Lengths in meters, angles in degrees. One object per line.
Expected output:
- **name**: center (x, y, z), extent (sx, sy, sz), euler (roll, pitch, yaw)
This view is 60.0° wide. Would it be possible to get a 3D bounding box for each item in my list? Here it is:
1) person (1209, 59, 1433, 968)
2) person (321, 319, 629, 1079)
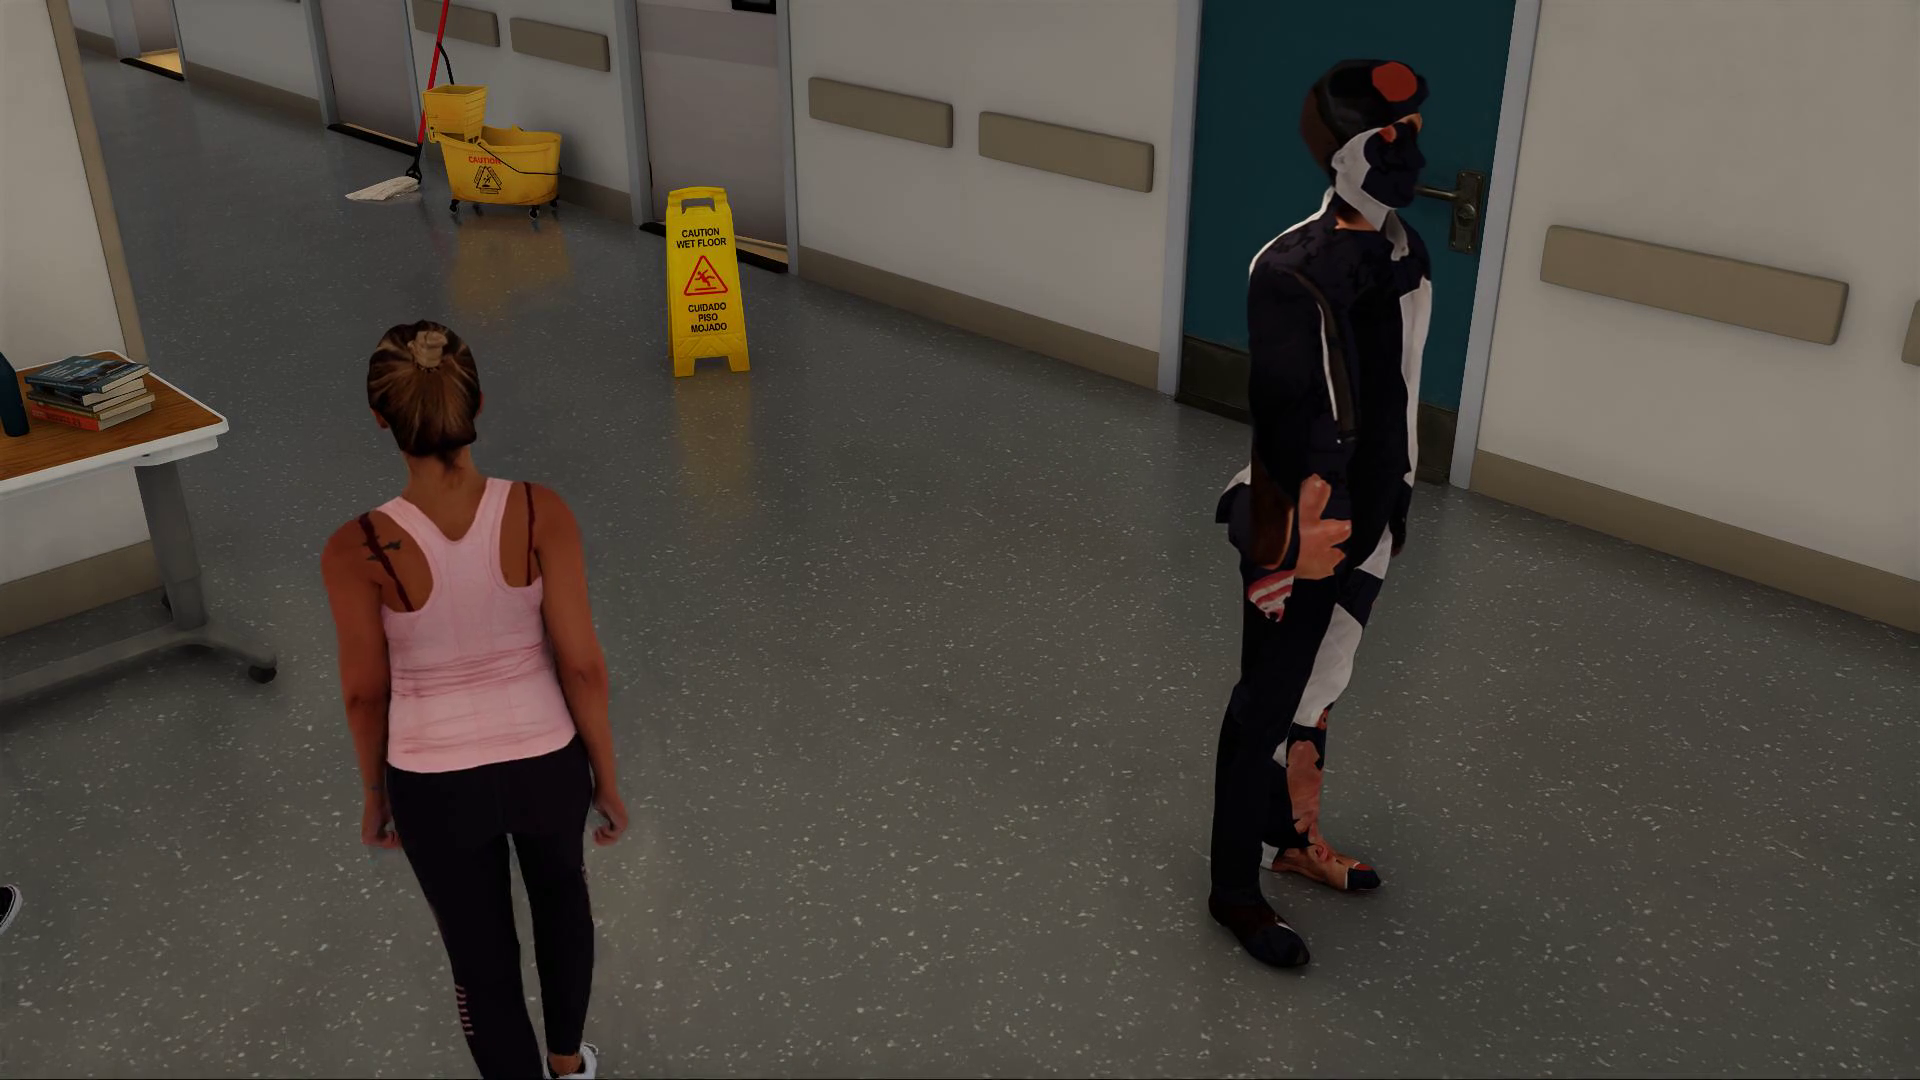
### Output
- **person**: center (0.741, -0.032, 3.443), extent (0.592, 1.893, 0.687), euler (21, 33, 37)
- **person**: center (-0.760, 0.440, 2.760), extent (0.665, 1.636, 0.675), euler (-11, 28, -22)
